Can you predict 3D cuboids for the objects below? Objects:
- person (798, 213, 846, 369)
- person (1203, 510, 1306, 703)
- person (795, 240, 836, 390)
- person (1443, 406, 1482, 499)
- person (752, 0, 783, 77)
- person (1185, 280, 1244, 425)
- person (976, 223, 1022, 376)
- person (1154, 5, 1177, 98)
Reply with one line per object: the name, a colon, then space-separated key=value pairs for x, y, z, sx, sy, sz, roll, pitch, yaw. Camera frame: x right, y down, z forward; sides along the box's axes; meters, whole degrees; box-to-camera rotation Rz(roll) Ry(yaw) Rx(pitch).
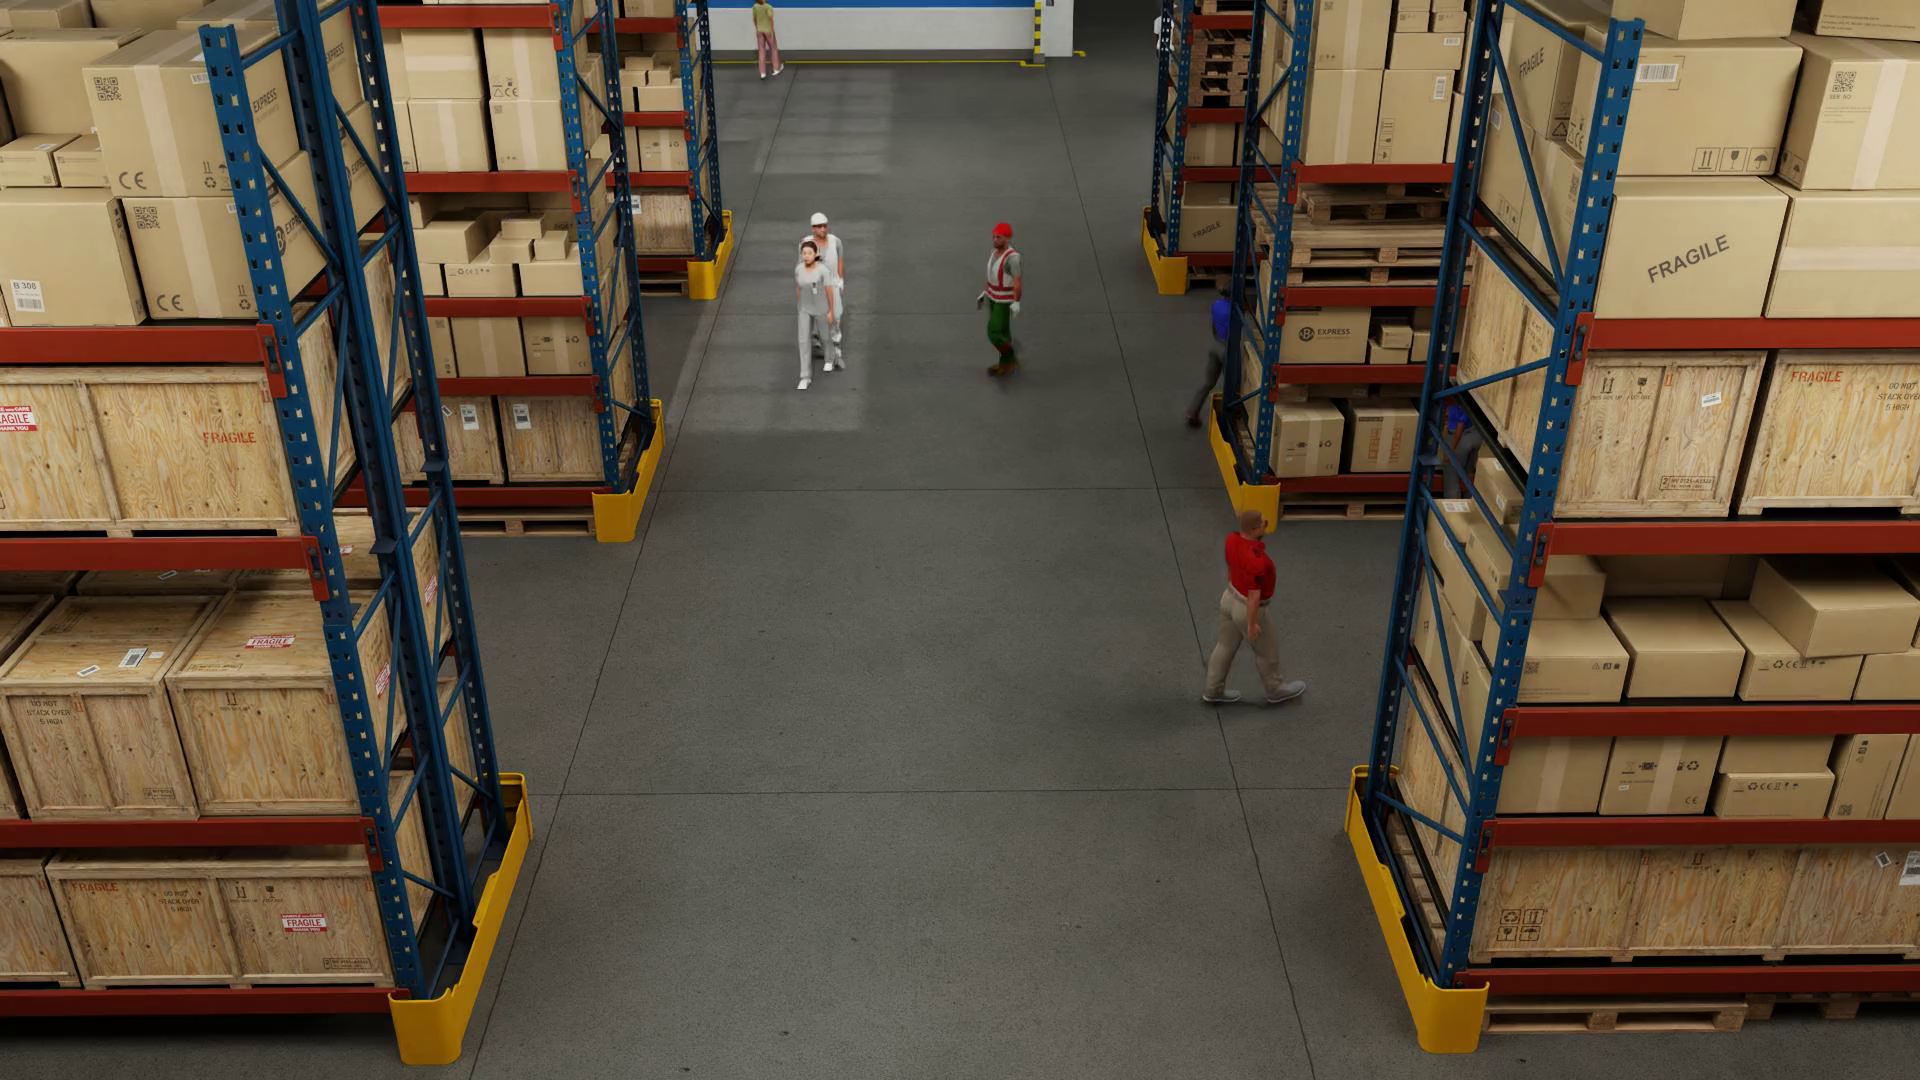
person: x=-1.592 y=-2.915 z=19.267 sx=0.554 sy=1.777 sz=0.750 roll=-6 pitch=29 yaw=-11
person: x=2.335 y=0.508 z=12.996 sx=0.800 sy=1.720 sz=0.548 roll=-11 pitch=30 yaw=-20
person: x=-1.637 y=-2.609 z=18.886 sx=0.455 sy=1.645 sz=0.878 roll=5 pitch=29 yaw=9
person: x=4.736 y=-0.910 z=15.727 sx=0.443 sy=1.648 sz=0.323 roll=-23 pitch=36 yaw=-36
person: x=-3.778 y=-9.902 z=32.381 sx=0.468 sy=1.659 sz=0.792 roll=6 pitch=29 yaw=11
person: x=2.839 y=-2.022 z=17.804 sx=0.854 sy=1.646 sz=0.542 roll=-16 pitch=32 yaw=-27
person: x=0.438 y=-2.719 z=18.882 sx=0.441 sy=1.784 sz=0.540 roll=-14 pitch=31 yaw=-25
person: x=3.854 y=-9.072 z=30.782 sx=0.393 sy=1.770 sz=0.554 roll=-22 pitch=35 yaw=-34
